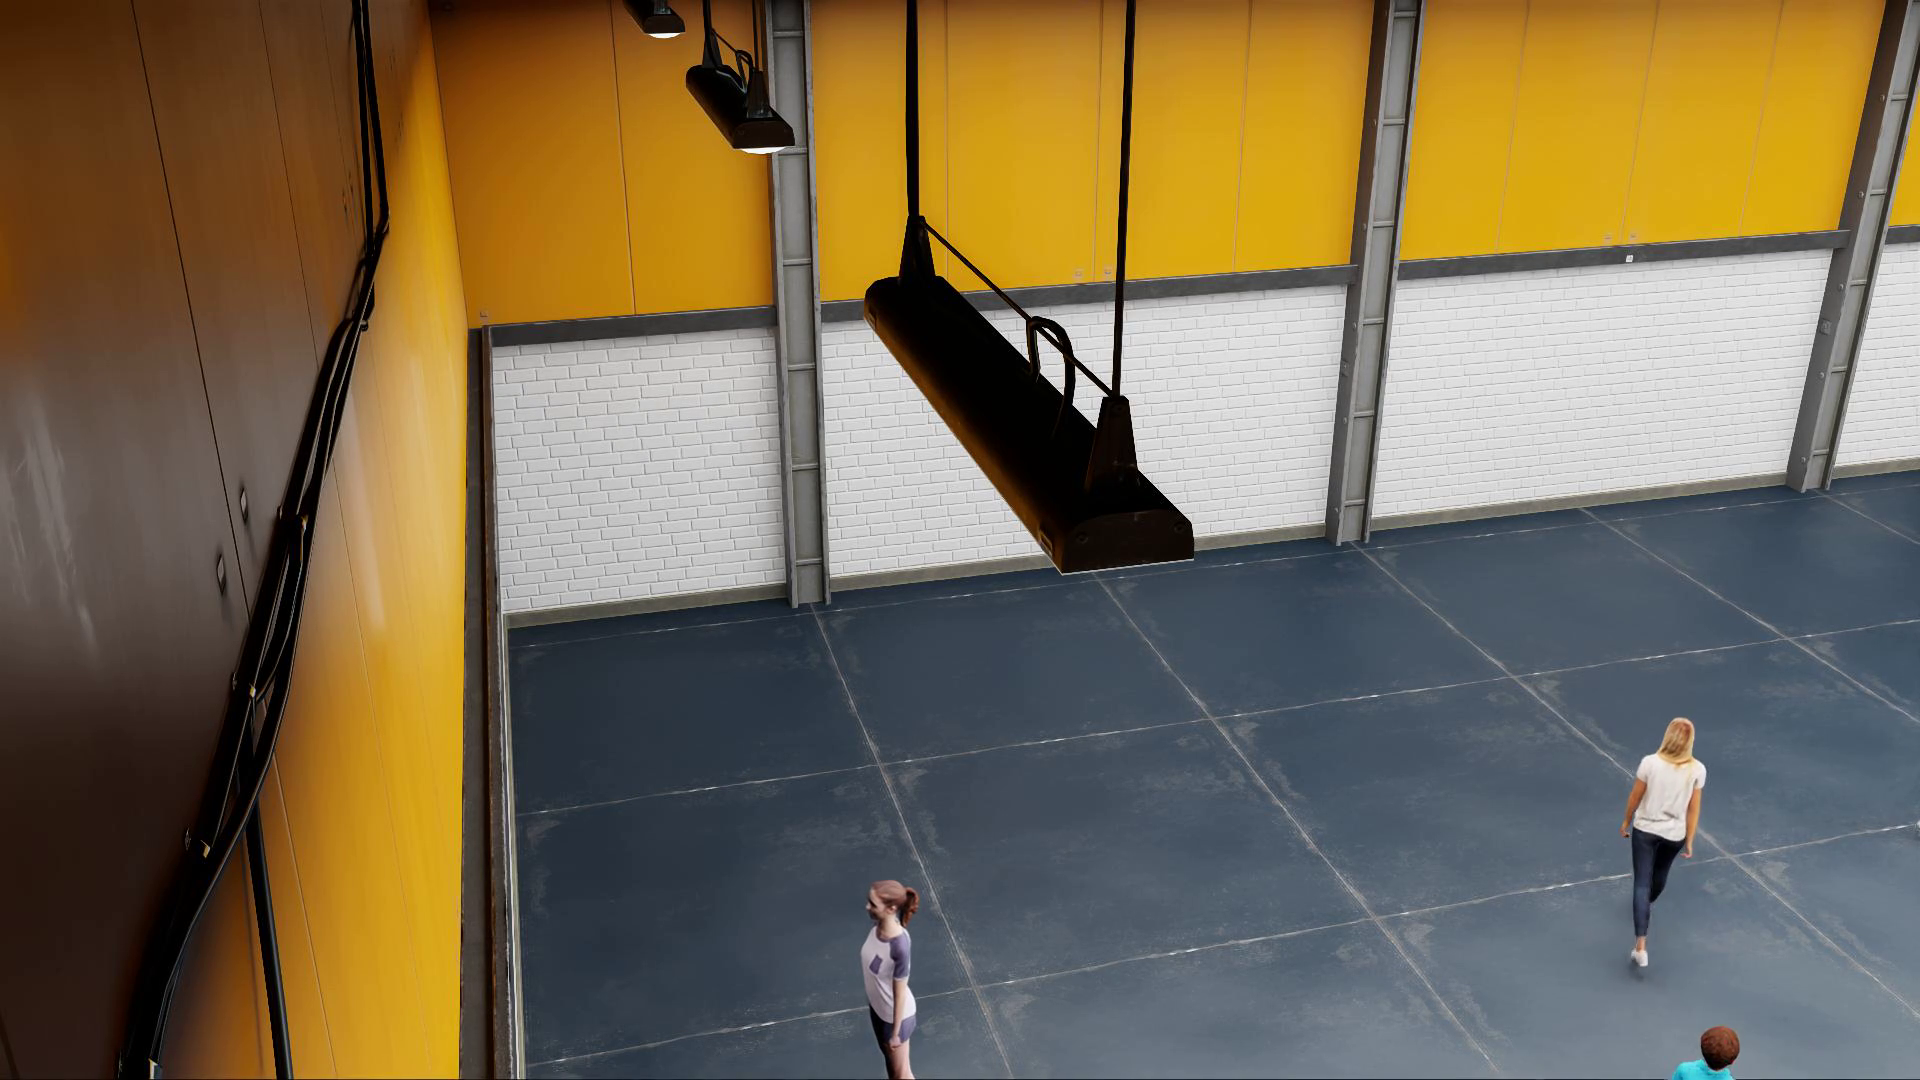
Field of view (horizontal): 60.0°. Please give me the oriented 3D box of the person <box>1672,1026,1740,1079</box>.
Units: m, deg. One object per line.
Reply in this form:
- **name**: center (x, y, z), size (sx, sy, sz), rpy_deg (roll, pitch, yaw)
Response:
- **person**: center (3.961, 3.282, 9.014), size (0.909, 1.411, 0.973), rpy_deg (13, 27, 28)

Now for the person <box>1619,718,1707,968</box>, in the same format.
- **person**: center (4.767, 2.071, 11.333), size (1.161, 1.771, 1.047), rpy_deg (6, 24, 14)

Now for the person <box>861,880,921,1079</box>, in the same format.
- **person**: center (-0.394, 2.754, 9.778), size (0.565, 1.765, 0.585), rpy_deg (-8, 25, -19)
